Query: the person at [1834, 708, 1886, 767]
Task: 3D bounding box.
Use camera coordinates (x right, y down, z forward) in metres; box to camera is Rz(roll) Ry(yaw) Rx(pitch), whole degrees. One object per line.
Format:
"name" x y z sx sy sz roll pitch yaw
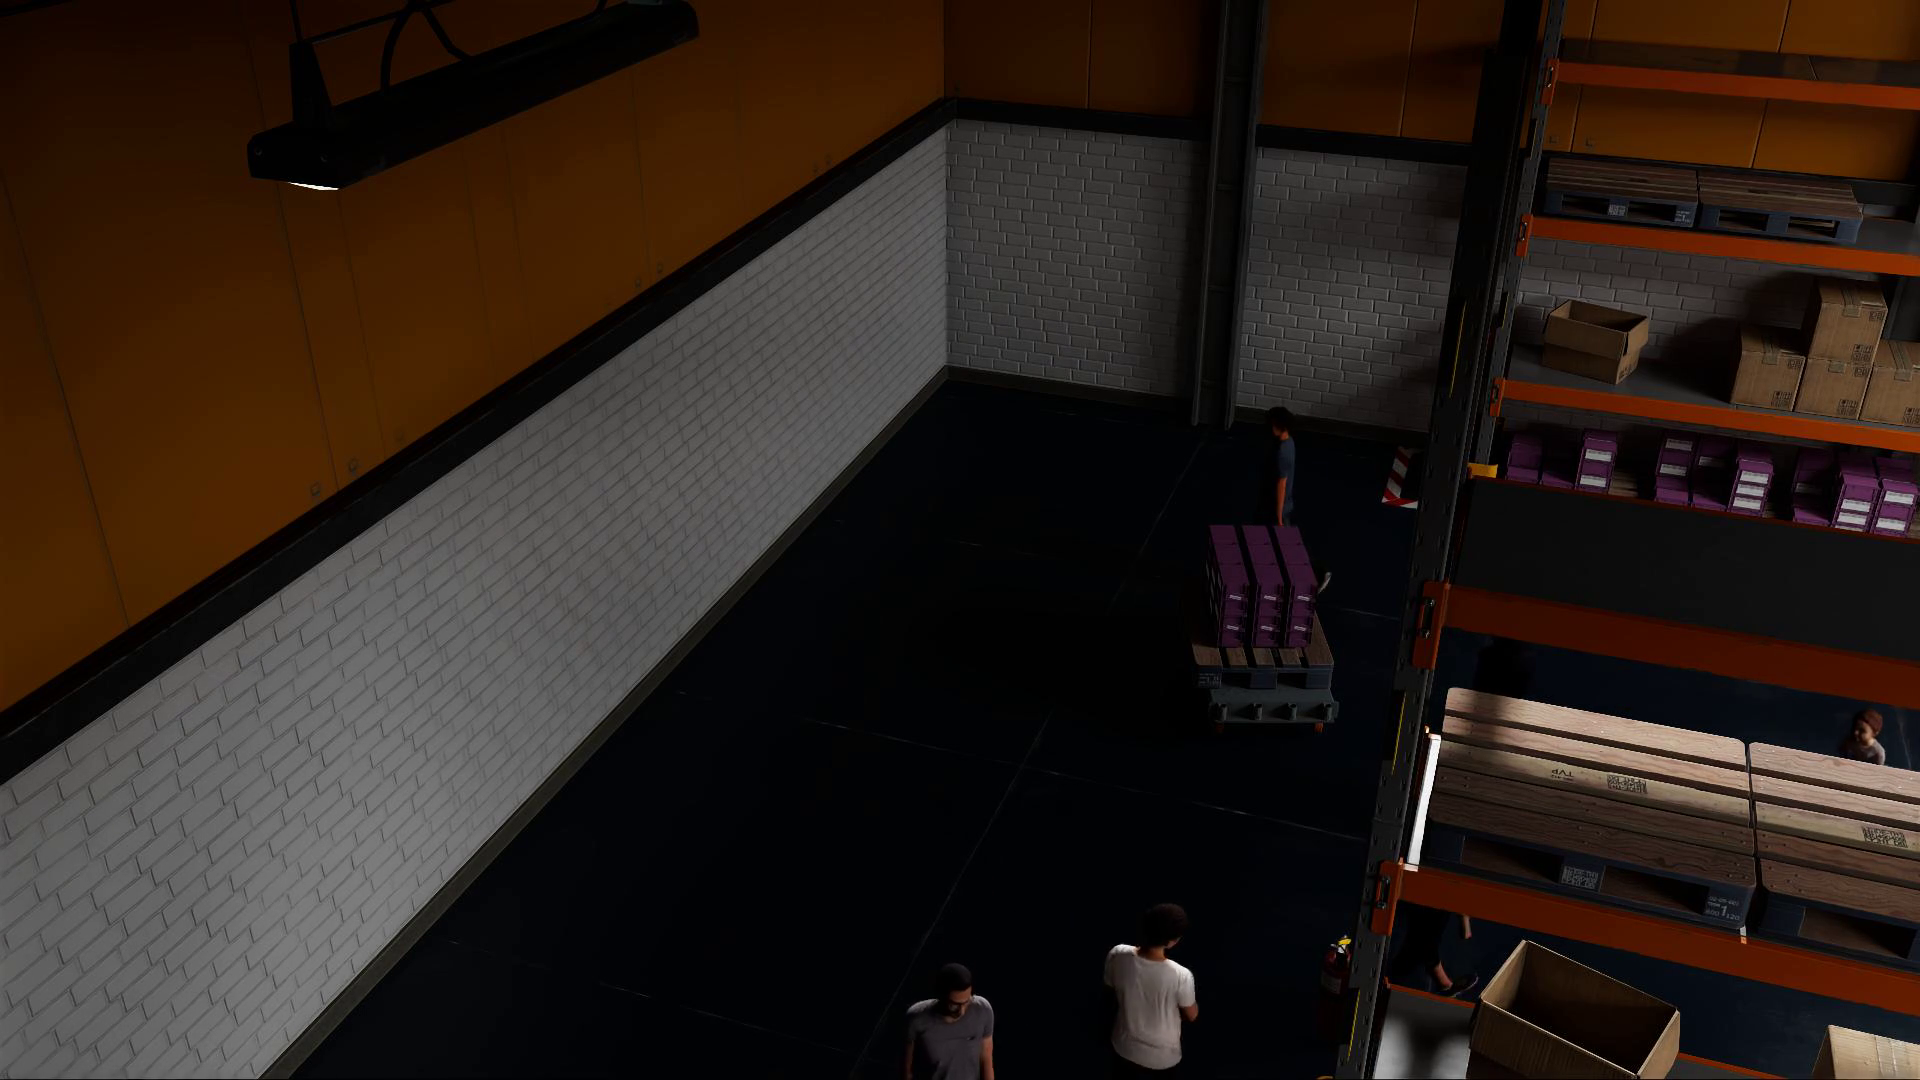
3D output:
"person" 5.798 1.598 10.753 0.734 1.186 0.677 -13 31 -23

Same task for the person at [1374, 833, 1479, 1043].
"person" 2.494 2.128 9.263 1.152 1.682 1.038 -11 30 -19

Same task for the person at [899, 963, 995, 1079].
"person" -0.067 2.687 8.188 0.957 1.731 0.973 -5 29 -9

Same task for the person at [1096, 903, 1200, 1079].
"person" 0.949 2.572 8.438 0.690 1.694 0.775 10 30 18

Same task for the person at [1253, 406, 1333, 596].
"person" 2.658 -0.261 13.551 1.089 1.770 0.713 9 30 16
